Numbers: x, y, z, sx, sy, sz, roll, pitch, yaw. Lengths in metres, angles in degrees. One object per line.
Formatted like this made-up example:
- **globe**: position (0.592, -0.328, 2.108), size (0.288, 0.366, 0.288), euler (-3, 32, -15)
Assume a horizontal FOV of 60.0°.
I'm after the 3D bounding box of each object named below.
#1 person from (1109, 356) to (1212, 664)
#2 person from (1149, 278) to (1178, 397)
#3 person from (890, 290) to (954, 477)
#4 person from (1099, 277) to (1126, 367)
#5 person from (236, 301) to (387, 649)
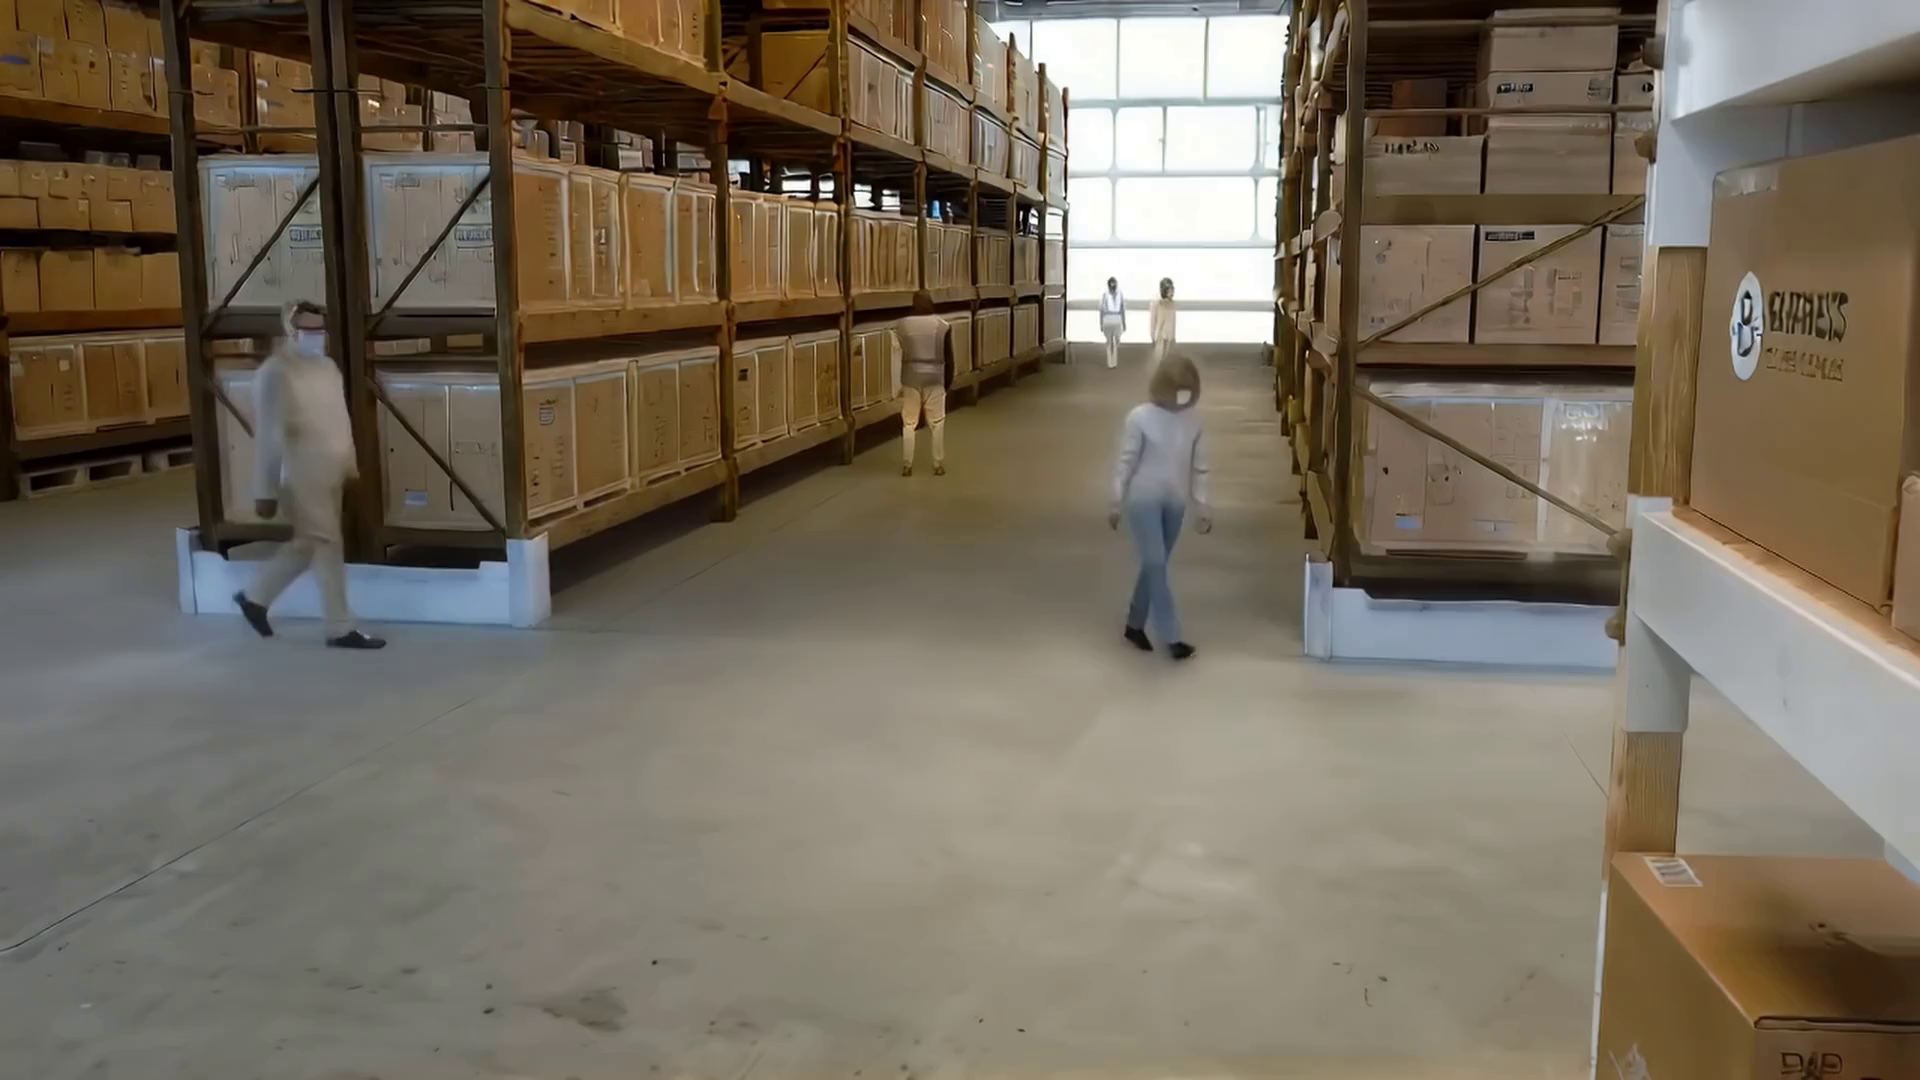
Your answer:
- **person**: position (1.090, -0.156, 8.628), size (0.508, 1.583, 0.848), euler (-5, 10, -28)
- **person**: position (3.279, -3.259, 26.864), size (0.381, 1.930, 0.642), euler (8, 12, 42)
- **person**: position (-0.370, -1.538, 16.447), size (0.626, 1.844, 0.429), euler (0, 9, 2)
- **person**: position (3.254, -4.645, 35.456), size (0.574, 1.924, 0.418), euler (0, 9, 2)
- **person**: position (-3.558, -0.348, 8.962), size (0.883, 1.880, 0.638), euler (1, 9, 9)
